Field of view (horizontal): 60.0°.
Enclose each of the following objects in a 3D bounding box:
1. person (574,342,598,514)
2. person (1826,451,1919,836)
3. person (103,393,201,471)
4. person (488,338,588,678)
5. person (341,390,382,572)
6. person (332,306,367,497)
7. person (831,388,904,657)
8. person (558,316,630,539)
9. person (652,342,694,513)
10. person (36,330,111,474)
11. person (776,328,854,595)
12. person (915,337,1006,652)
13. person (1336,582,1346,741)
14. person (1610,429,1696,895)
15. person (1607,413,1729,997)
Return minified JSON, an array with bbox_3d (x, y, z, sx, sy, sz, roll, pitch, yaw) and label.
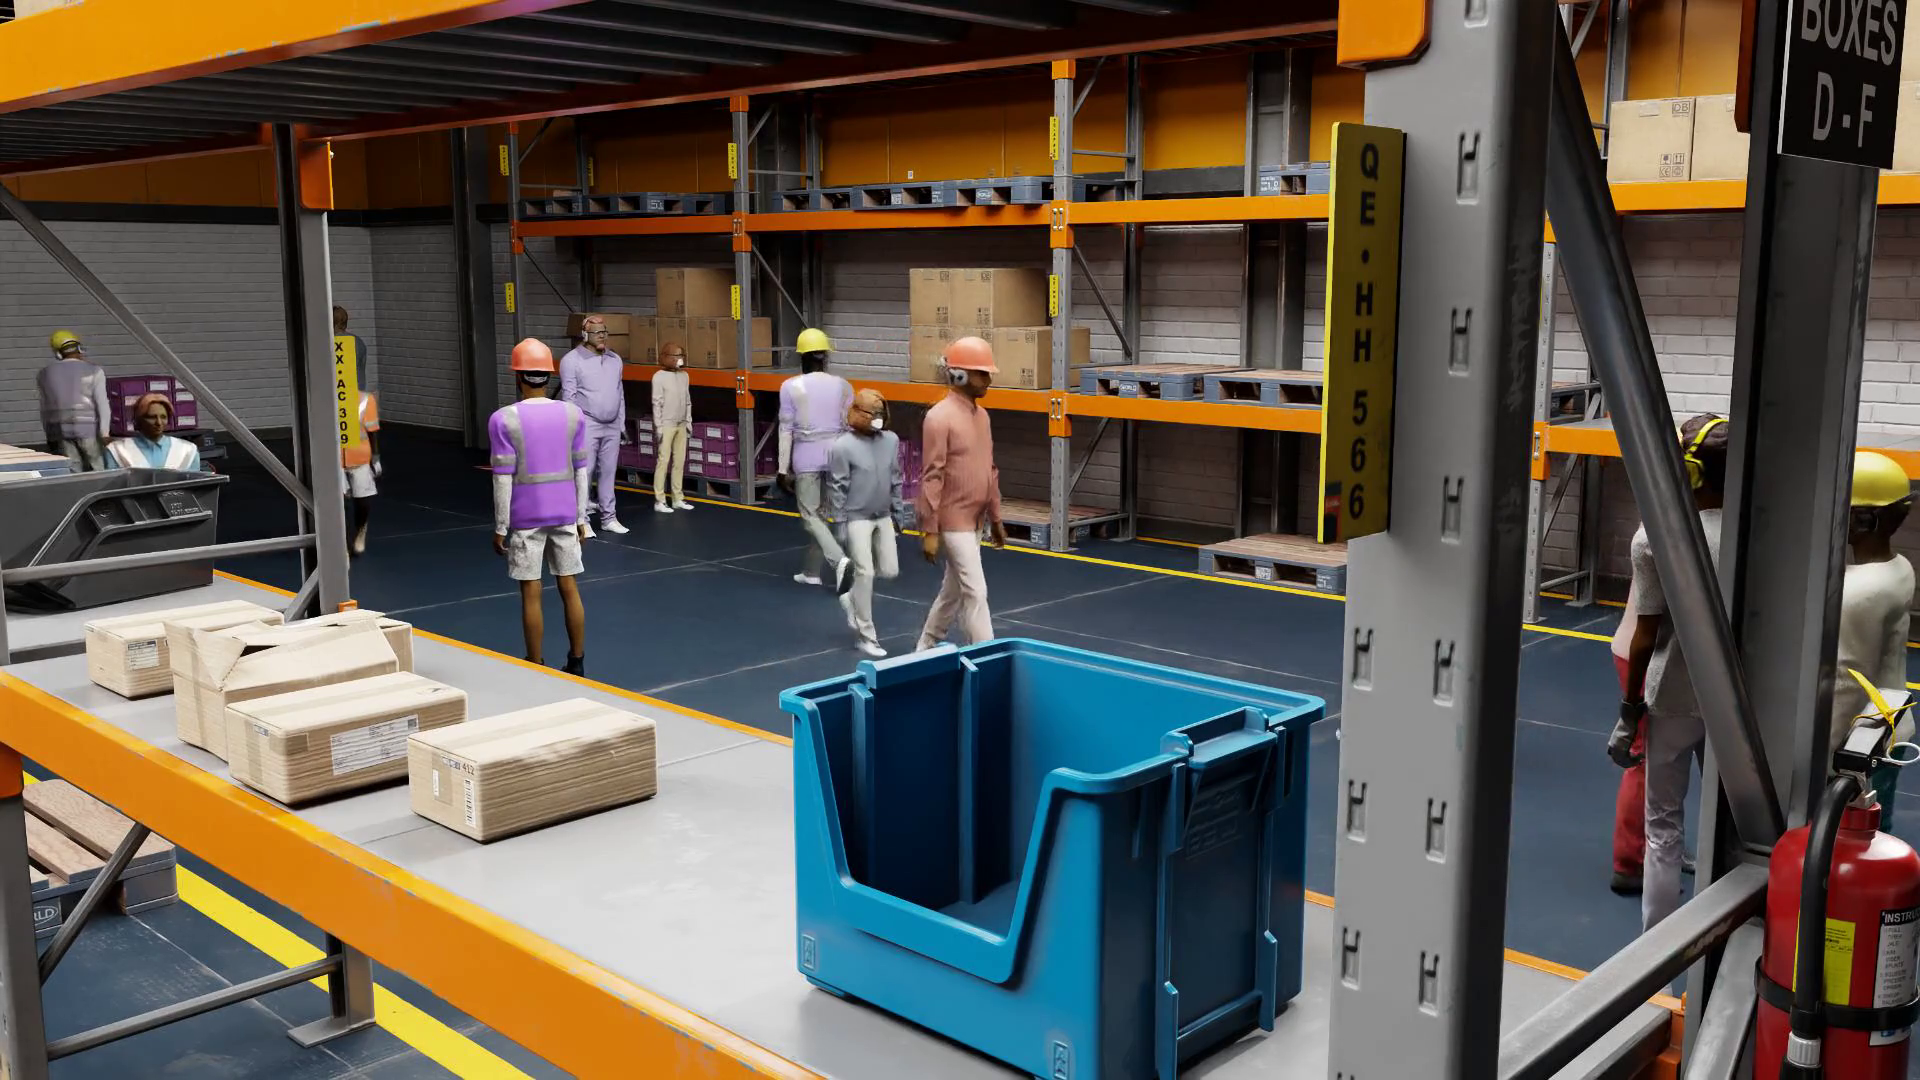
[{"bbox_3d":[-3.603,-1.061,15.818,0.341,1.622,0.554,1,9,4],"label":"person"},{"bbox_3d":[2.737,0.610,5.113,0.326,1.767,0.526,8,12,39],"label":"person"},{"bbox_3d":[-4.486,-0.010,9.324,0.551,1.622,0.377,-8,12,-40],"label":"person"},{"bbox_3d":[-2.305,-0.128,9.108,0.544,1.939,0.372,-6,11,-34],"label":"person"},{"bbox_3d":[-4.782,-0.620,12.920,0.536,1.672,0.677,-3,10,-20],"label":"person"},{"bbox_3d":[-6.289,-1.405,16.938,0.367,1.939,0.635,3,10,17],"label":"person"},{"bbox_3d":[-0.600,-0.120,10.051,0.526,1.612,0.515,-8,12,-41],"label":"person"},{"bbox_3d":[-3.140,-0.978,14.419,0.410,1.908,0.642,8,12,39],"label":"person"},{"bbox_3d":[-2.746,-1.075,15.885,0.288,1.628,0.502,6,11,31],"label":"person"},{"bbox_3d":[-7.721,-0.941,14.552,0.620,1.786,0.467,-1,9,-6],"label":"person"},{"bbox_3d":[-0.990,-0.560,11.891,0.587,1.902,0.835,-7,12,-37],"label":"person"},{"bbox_3d":[0.055,-0.101,8.915,0.850,1.958,0.640,4,10,24],"label":"person"},{"bbox_3d":[2.111,0.079,8.001,0.589,1.897,0.500,-7,11,-35],"label":"person"},{"bbox_3d":[2.646,0.440,6.195,0.383,1.752,0.540,7,11,36],"label":"person"},{"bbox_3d":[2.295,0.541,5.206,0.520,1.877,0.326,-1,9,-5],"label":"person"}]
